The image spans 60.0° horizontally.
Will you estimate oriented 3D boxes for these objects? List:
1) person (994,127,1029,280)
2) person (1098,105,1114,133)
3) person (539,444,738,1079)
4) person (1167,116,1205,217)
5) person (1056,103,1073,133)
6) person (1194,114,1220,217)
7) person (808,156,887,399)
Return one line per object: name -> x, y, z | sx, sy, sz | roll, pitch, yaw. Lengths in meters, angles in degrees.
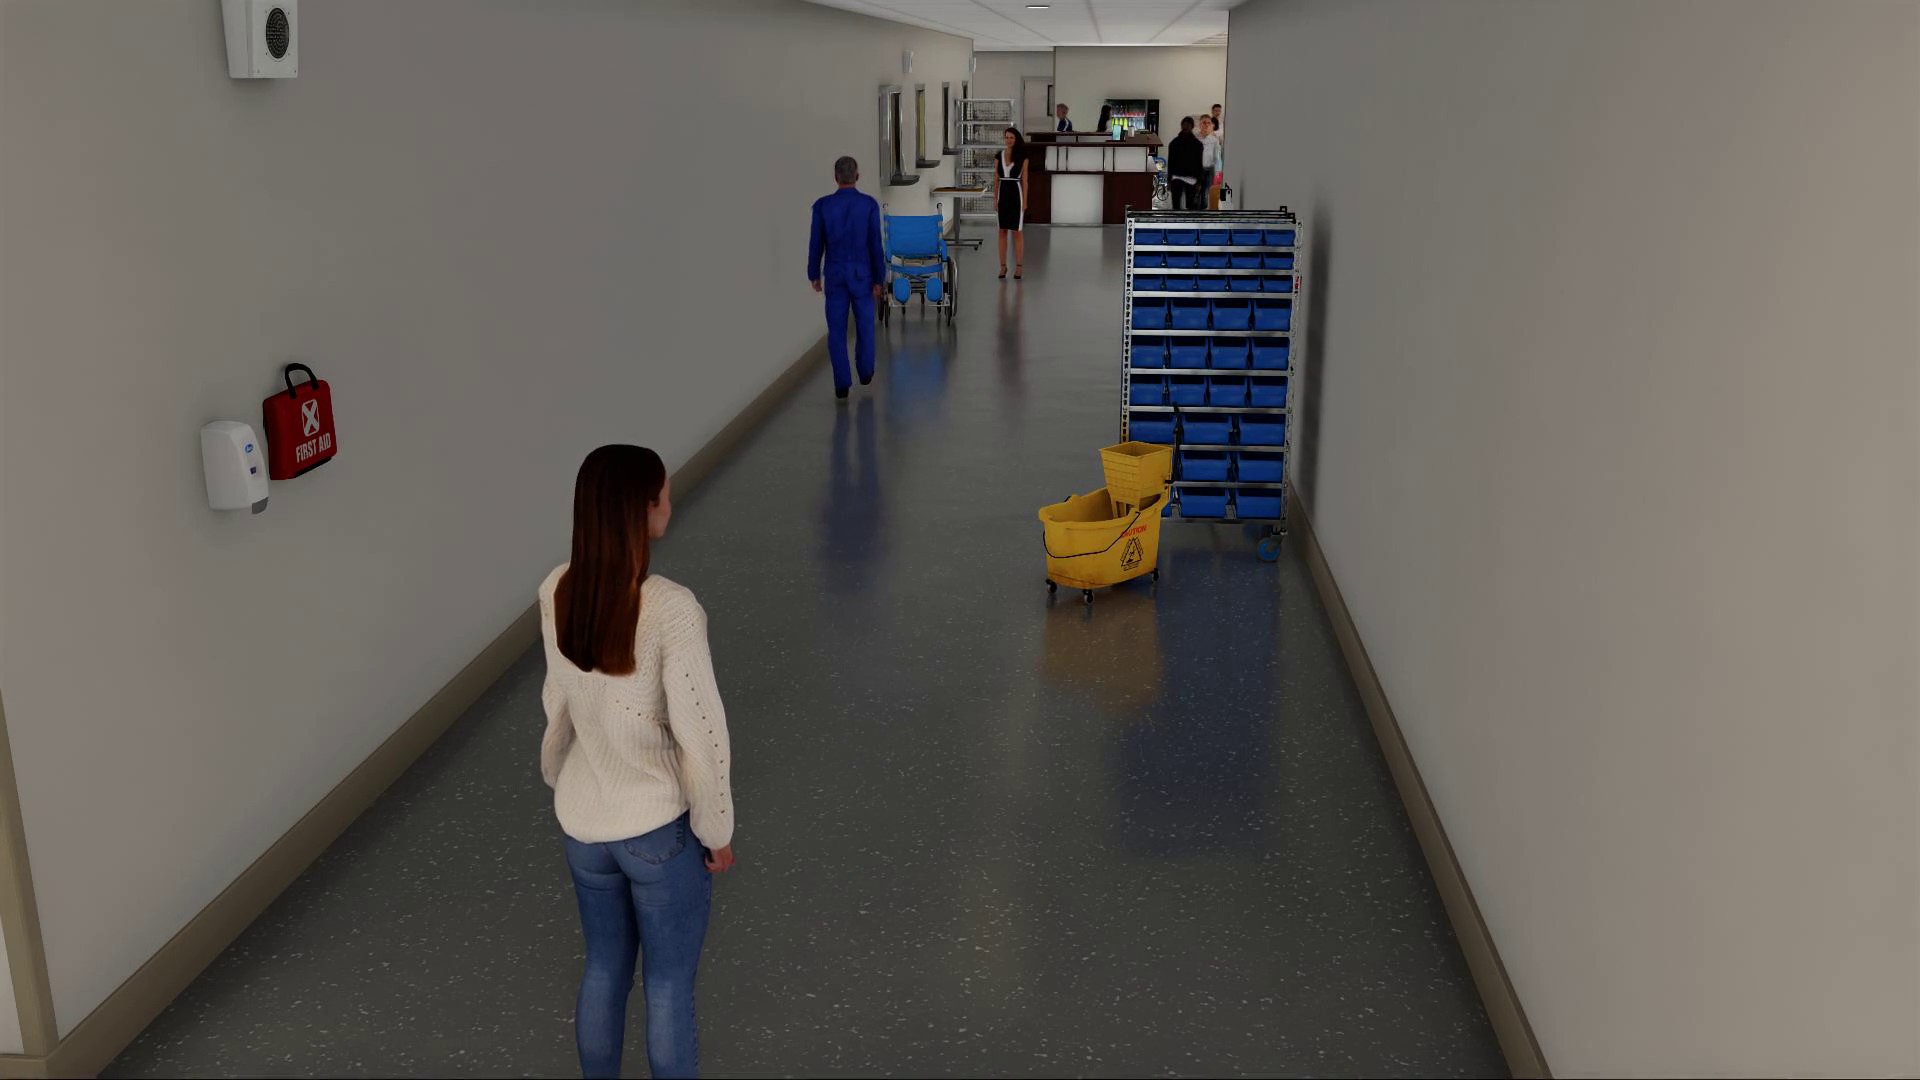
person -> 0.605, -4.056, 20.062 | 0.520, 1.794, 0.675 | 5, 17, 18
person -> 2.792, -7.712, 33.055 | 1.108, 1.782, 0.941 | -8, 18, -27
person -> -0.712, 0.617, 3.675 | 0.638, 1.693, 0.765 | 9, 18, 30
person -> 3.313, -5.244, 24.323 | 1.202, 1.769, 0.921 | 5, 16, 16
person -> 2.192, -7.861, 33.524 | 0.826, 1.814, 0.767 | -5, 17, -18
person -> 3.718, -5.658, 25.726 | 0.600, 1.805, 0.776 | -1, 16, -3
person -> -0.851, -1.955, 12.627 | 1.090, 1.785, 0.908 | 0, 16, -2
